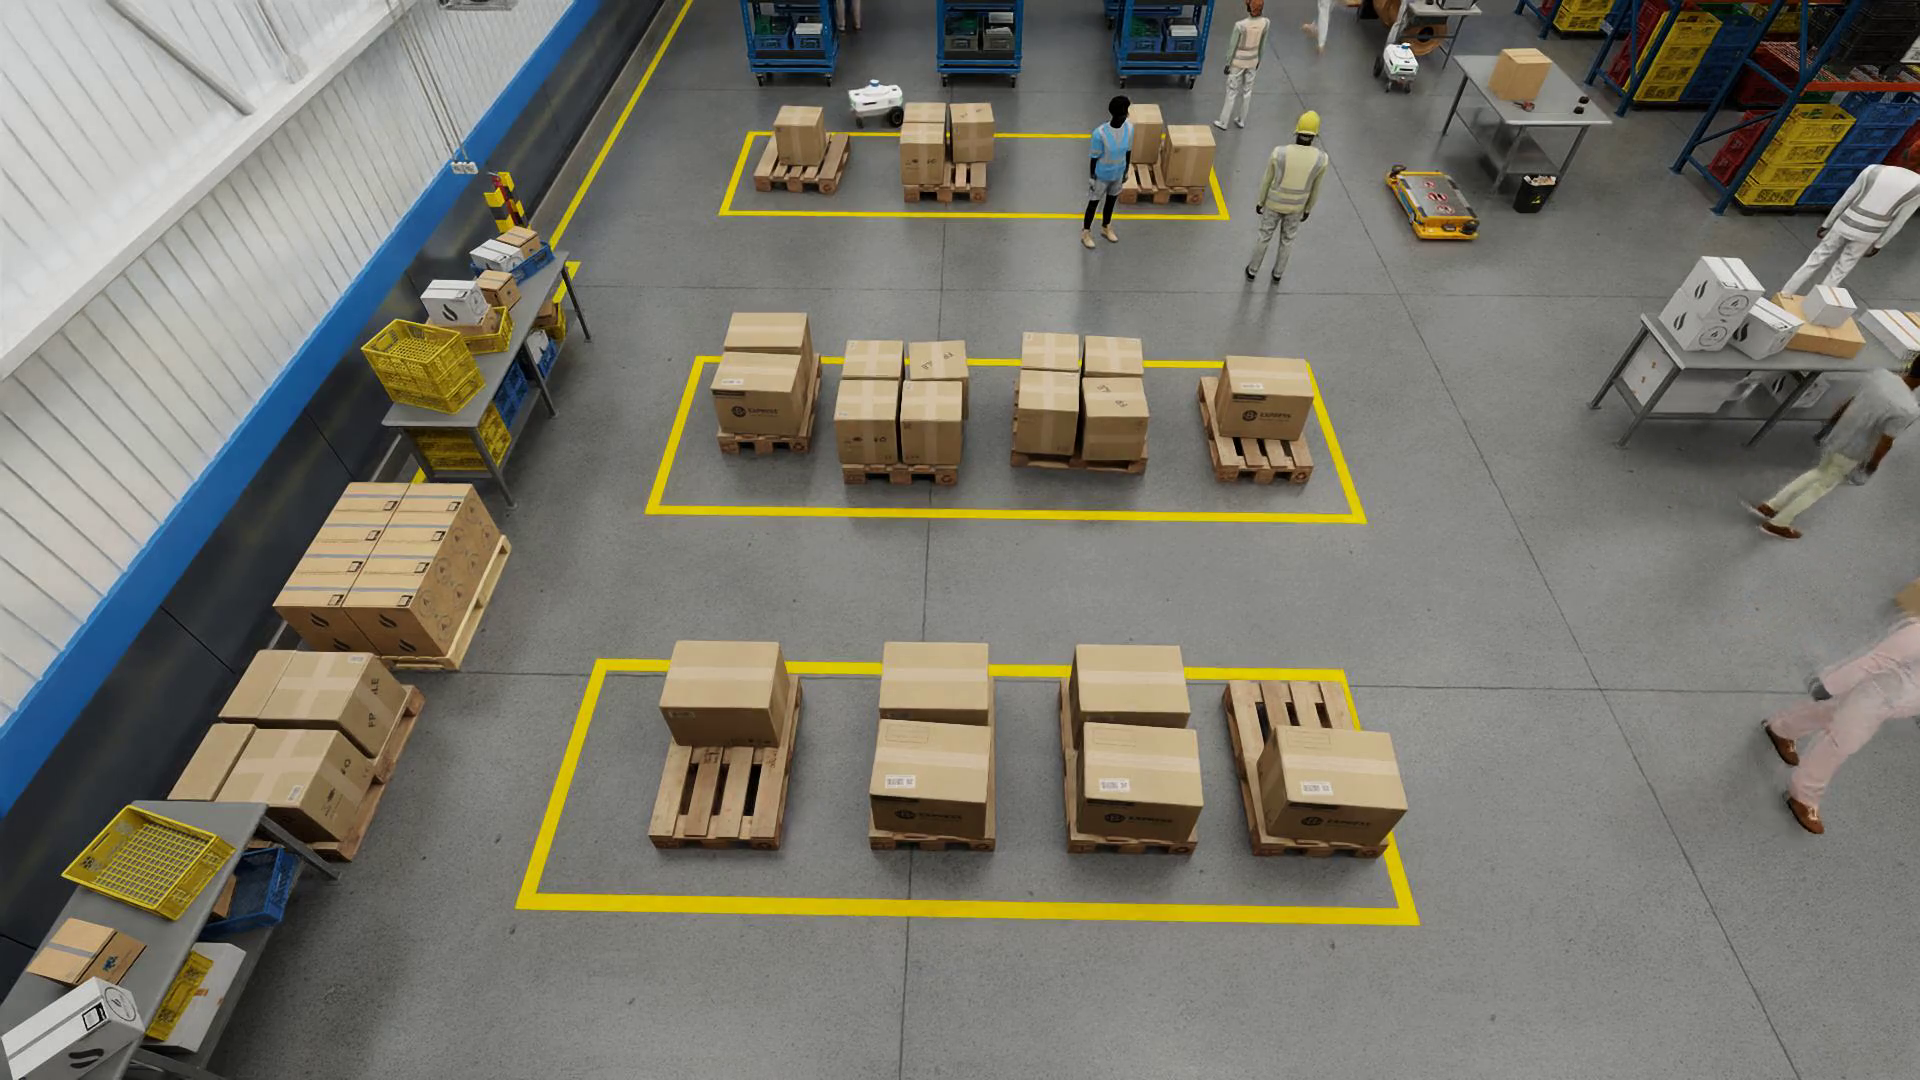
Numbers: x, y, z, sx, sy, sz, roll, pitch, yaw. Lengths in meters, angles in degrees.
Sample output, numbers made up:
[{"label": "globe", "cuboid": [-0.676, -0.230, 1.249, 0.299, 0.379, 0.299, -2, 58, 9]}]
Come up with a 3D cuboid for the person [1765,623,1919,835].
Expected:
[{"label": "person", "cuboid": [5.711, 1.053, 5.552, 0.662, 1.861, 0.937, 1, 49, 1]}]

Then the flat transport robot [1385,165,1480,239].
[{"label": "flat transport robot", "cuboid": [5.692, -4.094, 11.059, 0.652, 0.197, 1.431, 1, 49, 1]}]

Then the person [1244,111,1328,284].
[{"label": "person", "cuboid": [3.396, -3.526, 9.551, 0.586, 1.824, 0.403, 8, 50, 7]}]

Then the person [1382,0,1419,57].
[{"label": "person", "cuboid": [6.576, -7.901, 13.269, 0.372, 1.930, 0.627, 21, 52, 17]}]

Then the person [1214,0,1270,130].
[{"label": "person", "cuboid": [3.715, -6.239, 12.022, 0.519, 1.632, 0.315, -12, 50, -10]}]

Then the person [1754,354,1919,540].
[{"label": "person", "cuboid": [6.891, -0.708, 7.087, 0.385, 1.851, 0.577, 3, 49, 3]}]

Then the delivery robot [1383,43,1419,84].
[{"label": "delivery robot", "cuboid": [6.373, -6.919, 13.258, 0.477, 0.478, 0.707, 4, 49, 4]}]

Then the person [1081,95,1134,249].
[{"label": "person", "cuboid": [1.629, -4.027, 10.069, 0.534, 1.694, 0.320, -20, 52, -17]}]

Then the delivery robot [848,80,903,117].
[{"label": "delivery robot", "cuboid": [-1.144, -5.985, 12.449, 0.707, 0.478, 0.477, -13, 50, -11]}]

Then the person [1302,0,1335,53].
[{"label": "person", "cuboid": [5.578, -8.398, 13.791, 0.643, 1.795, 0.904, -5, 49, -4]}]

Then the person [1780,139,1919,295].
[{"label": "person", "cuboid": [8.903, -3.064, 9.114, 0.354, 1.879, 0.566, -33, 57, -25]}]

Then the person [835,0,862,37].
[{"label": "person", "cuboid": [-1.766, -8.846, 14.050, 0.630, 1.980, 0.410, -19, 52, -15]}]
